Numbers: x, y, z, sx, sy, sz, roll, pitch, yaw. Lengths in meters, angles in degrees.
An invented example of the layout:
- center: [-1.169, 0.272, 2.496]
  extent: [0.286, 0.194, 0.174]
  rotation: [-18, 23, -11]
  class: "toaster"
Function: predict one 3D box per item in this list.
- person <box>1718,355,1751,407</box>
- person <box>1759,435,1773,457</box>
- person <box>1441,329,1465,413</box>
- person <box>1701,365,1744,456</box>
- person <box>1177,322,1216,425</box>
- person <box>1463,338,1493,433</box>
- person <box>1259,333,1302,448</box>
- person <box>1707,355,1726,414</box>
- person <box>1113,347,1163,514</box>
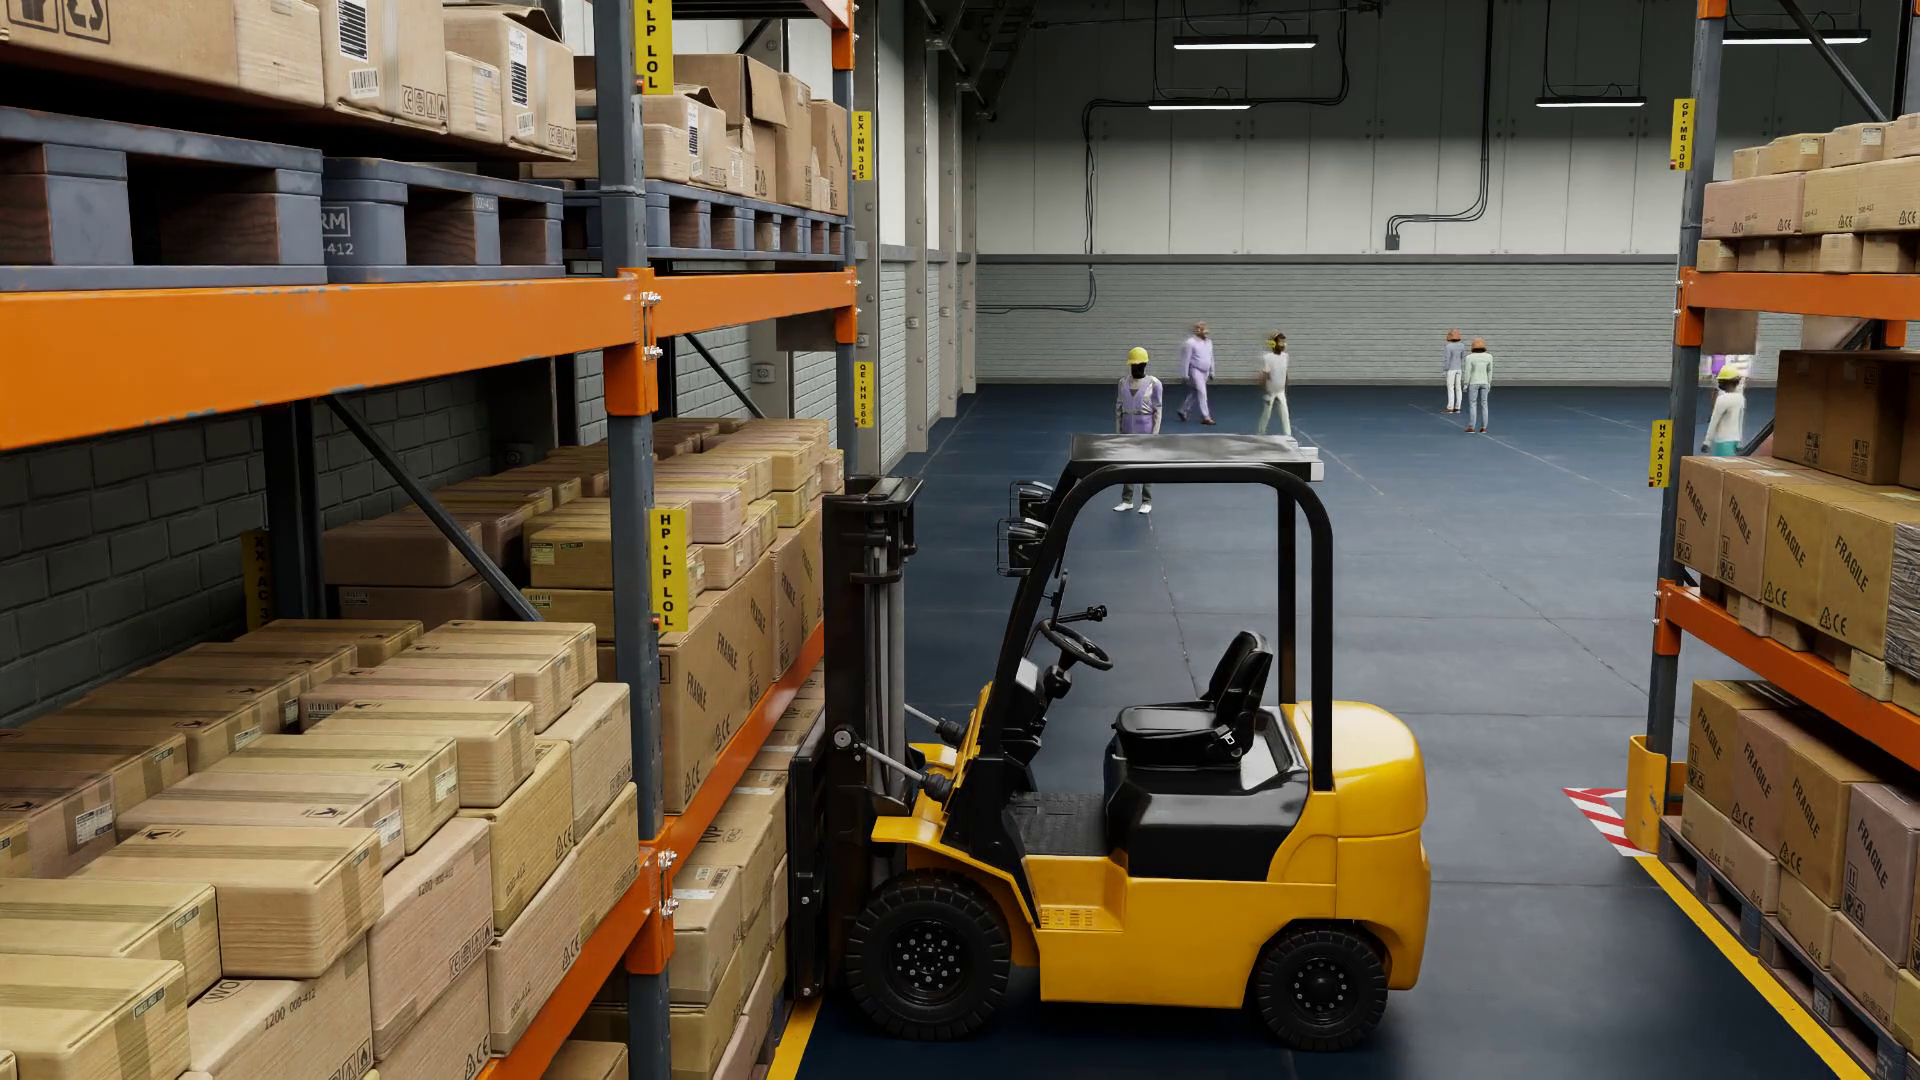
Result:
- center: [13.901, -2.985, 29.844]
  extent: [0.615, 1.866, 0.476]
  rotation: [-4, 10, -21]
  class: "person"
- center: [6.431, -0.174, 12.776]
  extent: [0.646, 1.882, 0.789]
  rotation: [2, 10, 12]
  class: "person"
- center: [9.590, -3.282, 32.356]
  extent: [0.499, 1.634, 0.279]
  rotation: [-6, 11, -31]
  class: "person"
- center: [8.797, -1.132, 19.014]
  extent: [0.520, 1.733, 0.859]
  rotation: [-9, 13, -43]
  class: "person"
- center: [4.301, -3.037, 30.204]
  extent: [0.644, 1.869, 0.953]
  rotation: [-8, 13, -42]
  class: "person"
- center: [8.869, -2.645, 28.497]
  extent: [0.498, 1.633, 0.278]
  rotation: [-2, 10, -10]
  class: "person"
- center: [4.896, -2.259, 25.594]
  extent: [0.551, 1.815, 0.964]
  rotation: [-5, 10, -26]
  class: "person"
- center: [13.982, -3.074, 30.300]
  extent: [0.861, 1.893, 0.551]
  rotation: [-7, 12, -37]
  class: "person"
- center: [2.057, -1.273, 19.296]
  extent: [0.587, 1.929, 0.361]
  rotation: [6, 11, 34]
  class: "person"
